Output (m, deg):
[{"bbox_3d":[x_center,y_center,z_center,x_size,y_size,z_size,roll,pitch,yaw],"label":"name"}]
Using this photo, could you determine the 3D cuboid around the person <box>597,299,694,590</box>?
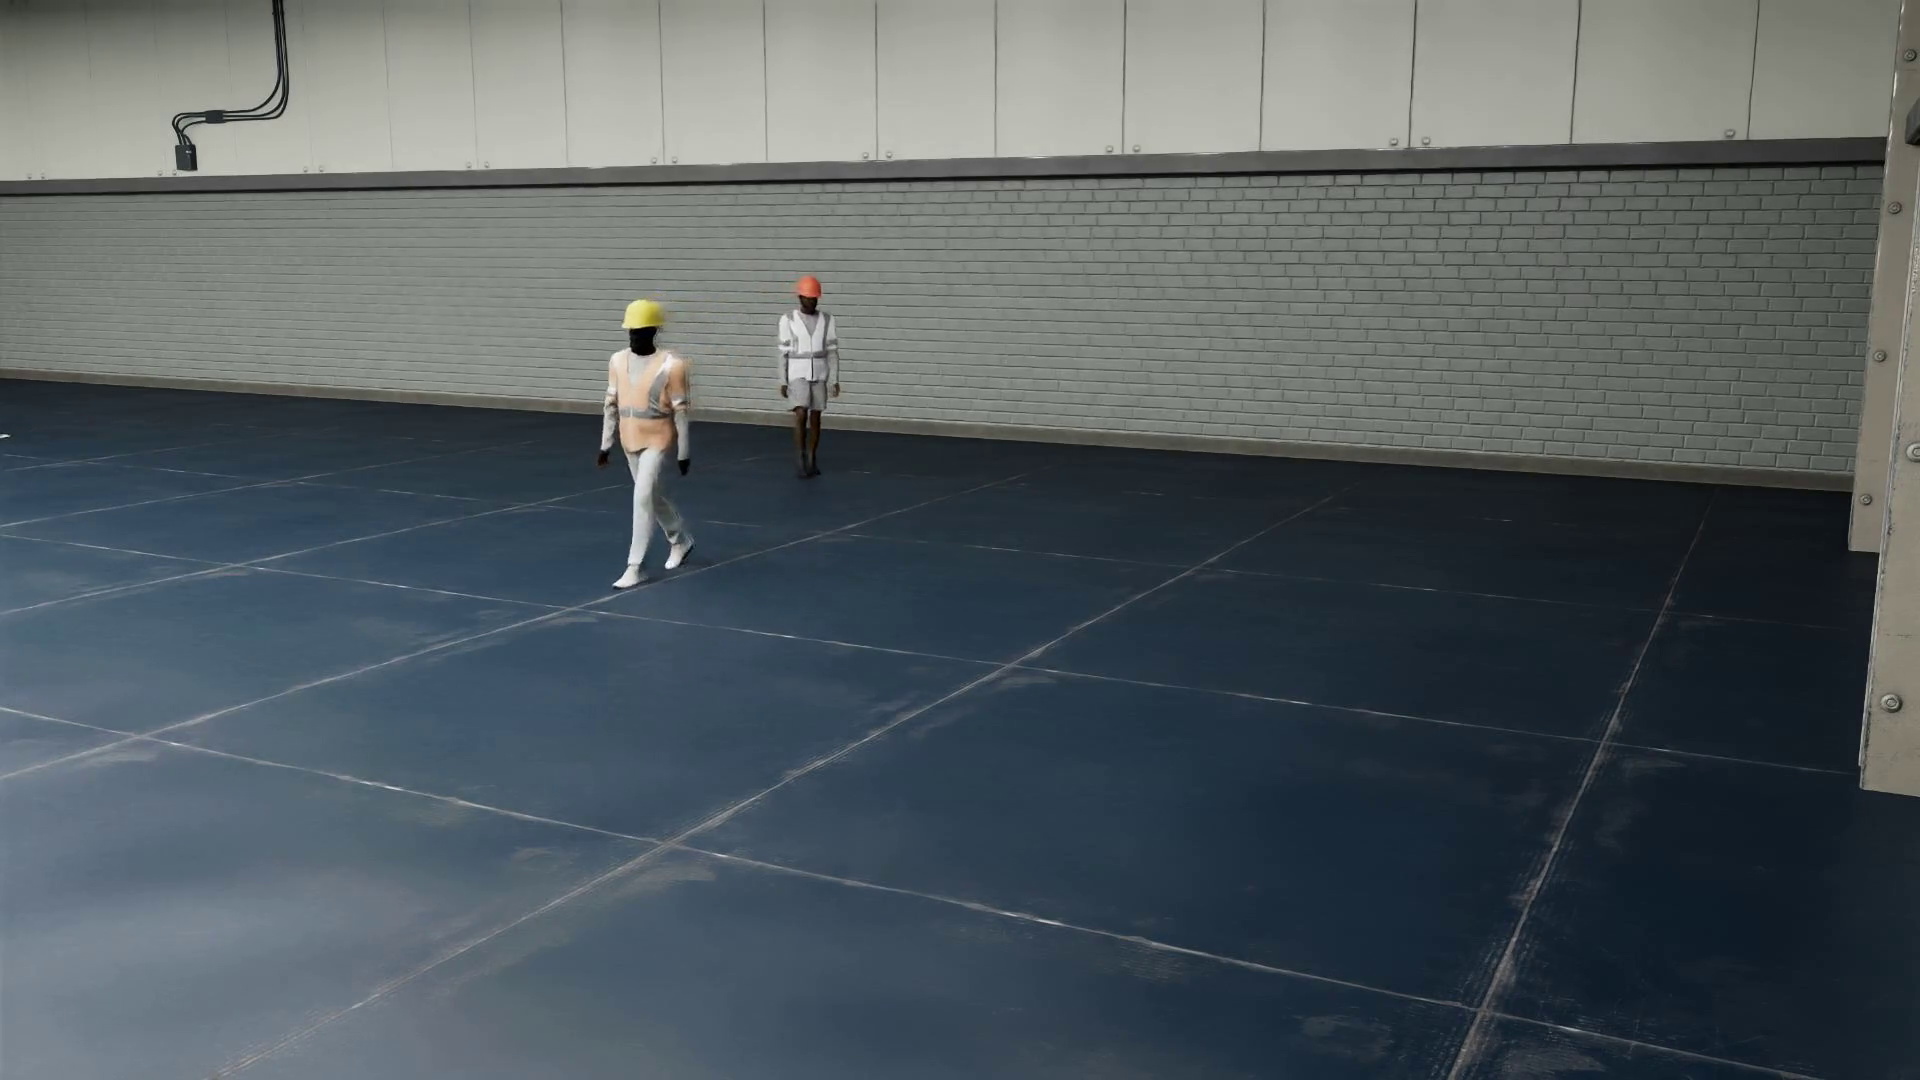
[{"bbox_3d":[-2.066,-0.671,11.146,0.588,1.886,0.971,6,12,30],"label":"person"}]

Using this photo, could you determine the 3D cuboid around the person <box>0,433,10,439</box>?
[{"bbox_3d":[-11.073,-1.995,18.684,0.485,1.752,0.544,-6,12,-28],"label":"person"}]

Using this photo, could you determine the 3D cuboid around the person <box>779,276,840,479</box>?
[{"bbox_3d":[-1.398,-1.527,15.726,0.552,1.908,0.776,-4,11,-19],"label":"person"}]
